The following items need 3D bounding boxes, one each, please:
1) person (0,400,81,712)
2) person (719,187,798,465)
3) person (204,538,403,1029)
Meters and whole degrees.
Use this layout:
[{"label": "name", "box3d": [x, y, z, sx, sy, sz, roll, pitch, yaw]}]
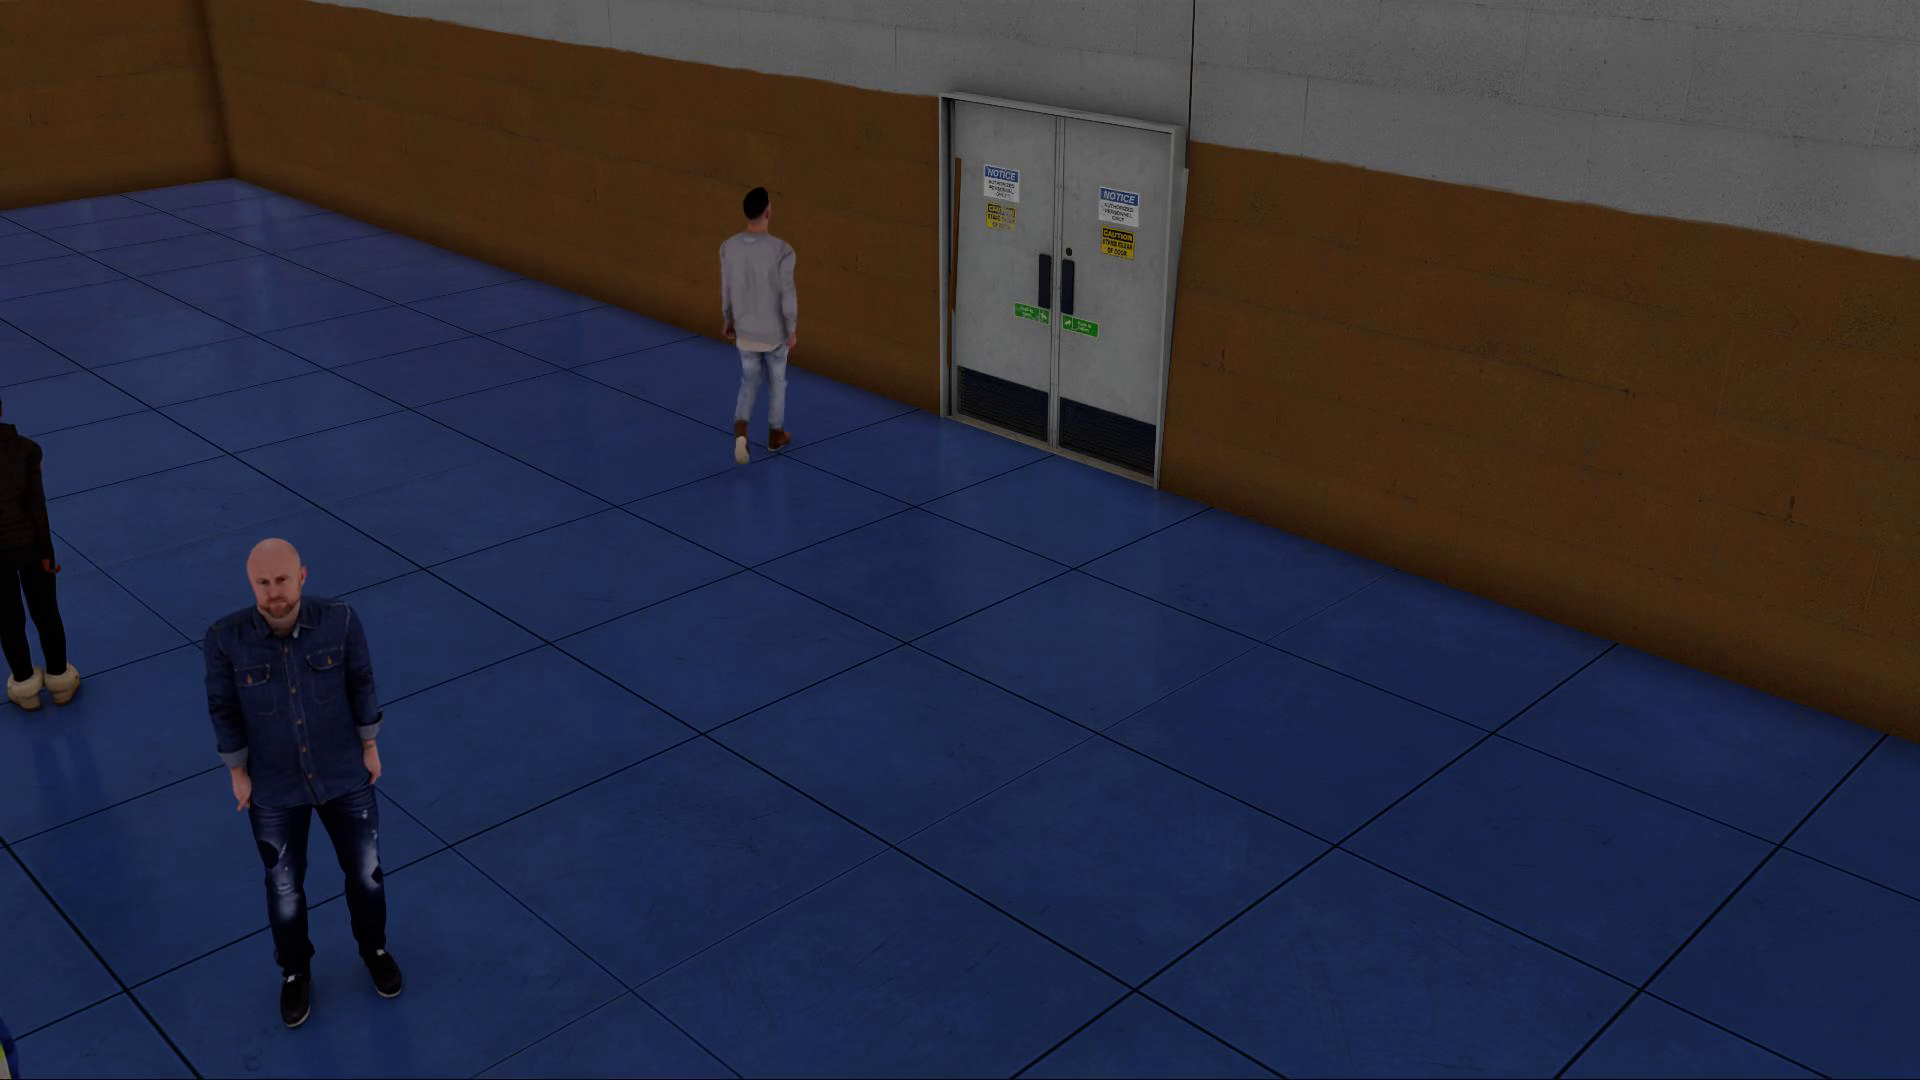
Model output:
[{"label": "person", "box3d": [-4.466, 0.050, 7.842, 0.668, 1.660, 0.598, 9, 25, 19]}, {"label": "person", "box3d": [-1.332, -1.378, 10.909, 0.999, 1.817, 1.151, 6, 24, 14]}, {"label": "person", "box3d": [-2.288, 0.836, 5.842, 0.659, 1.825, 0.842, -11, 26, -23]}]
